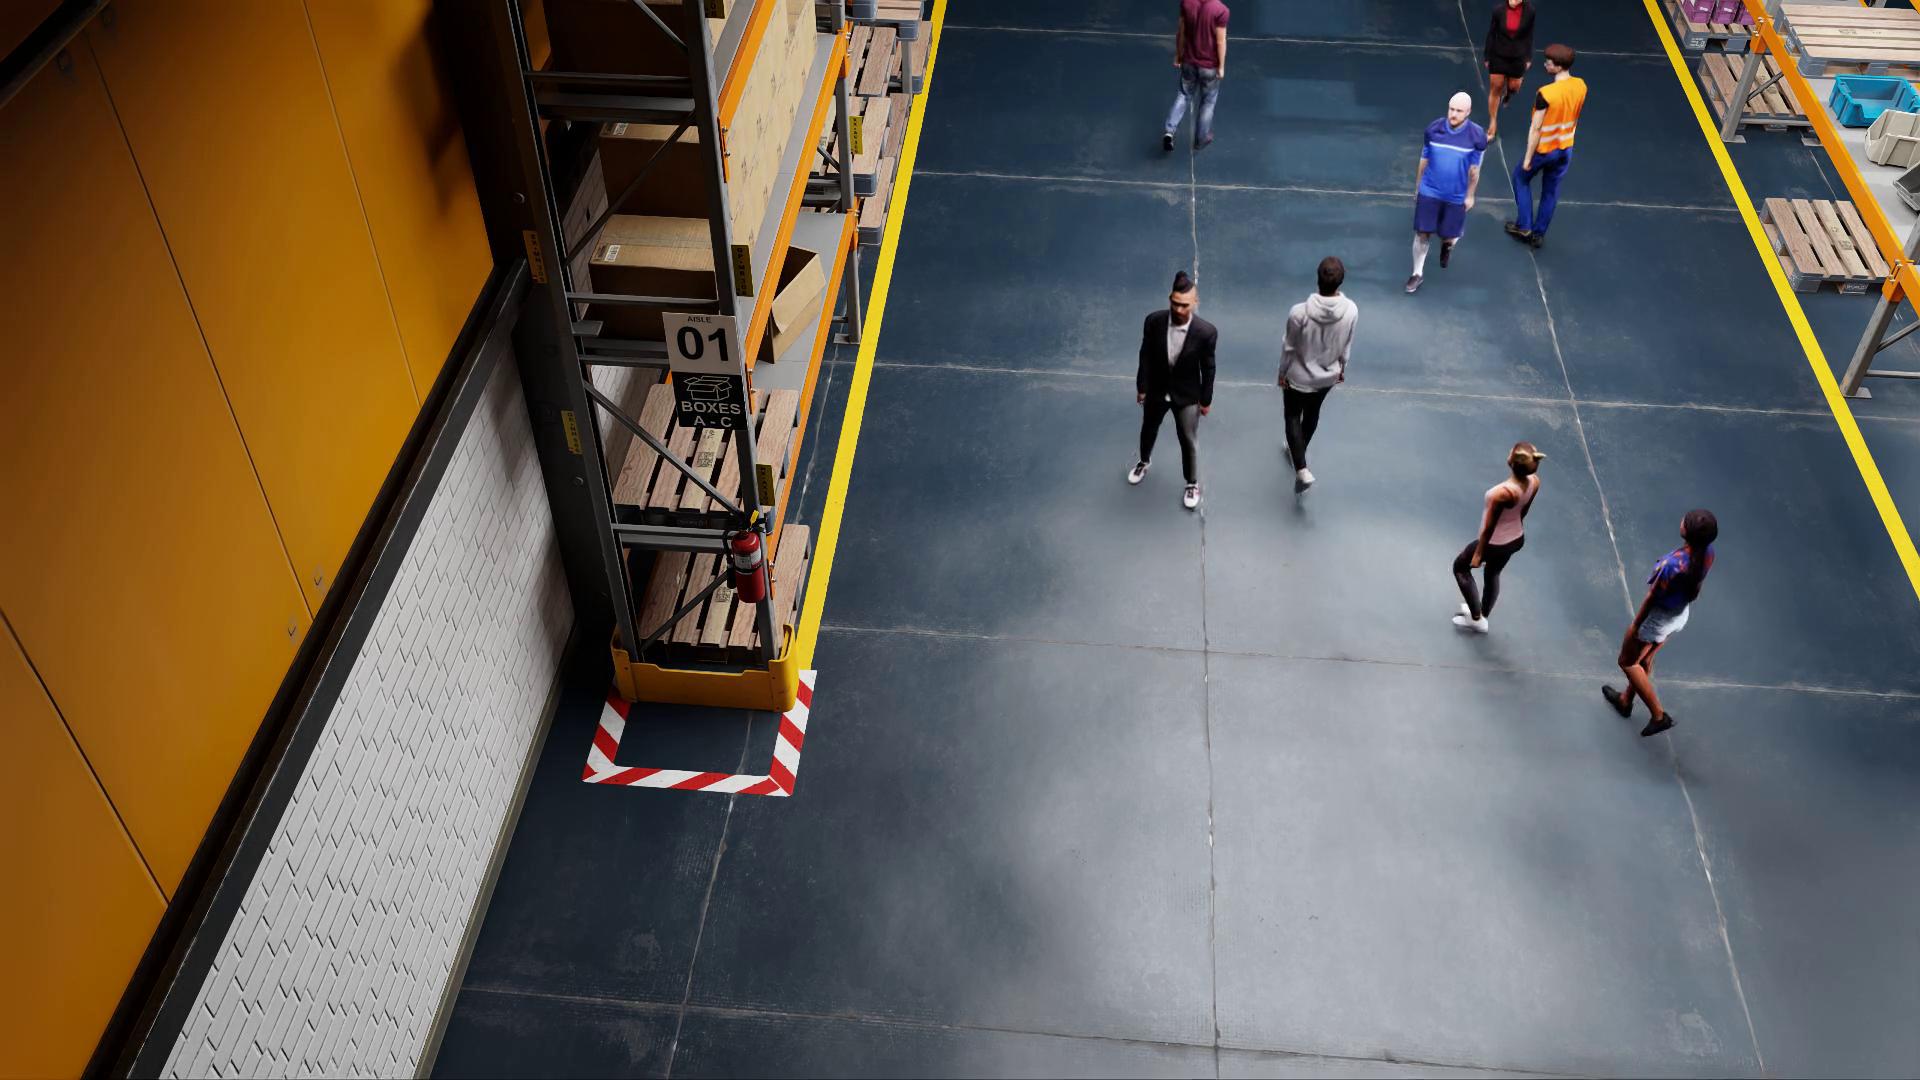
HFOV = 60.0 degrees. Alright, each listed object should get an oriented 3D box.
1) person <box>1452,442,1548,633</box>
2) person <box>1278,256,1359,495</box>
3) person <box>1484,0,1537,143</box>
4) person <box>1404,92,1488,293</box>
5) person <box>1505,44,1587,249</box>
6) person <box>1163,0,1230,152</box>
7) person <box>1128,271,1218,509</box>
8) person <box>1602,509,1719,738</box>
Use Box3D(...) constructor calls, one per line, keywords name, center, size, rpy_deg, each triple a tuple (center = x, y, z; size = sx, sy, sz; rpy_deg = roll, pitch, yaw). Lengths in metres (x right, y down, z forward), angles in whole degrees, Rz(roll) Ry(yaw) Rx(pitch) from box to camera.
Box3D(name="person", center=(3.599, 0.050, 10.968), size=(0.692, 1.634, 0.733), rpy_deg=(-21, 47, -21))
Box3D(name="person", center=(2.577, -1.159, 12.037), size=(0.811, 1.910, 1.104), rpy_deg=(-4, 44, -4))
Box3D(name="person", center=(5.218, -4.596, 15.856), size=(0.726, 1.617, 0.912), rpy_deg=(7, 44, 8))
Box3D(name="person", center=(4.094, -2.949, 13.977), size=(0.857, 1.824, 0.977), rpy_deg=(19, 47, 19))
Box3D(name="person", center=(5.140, -3.340, 14.360), size=(0.839, 1.863, 0.862), rpy_deg=(-10, 45, -10))
Box3D(name="person", center=(2.212, -4.449, 15.543), size=(0.919, 1.837, 1.063), rpy_deg=(25, 49, 24))
Box3D(name="person", center=(1.562, -1.123, 11.971), size=(0.820, 1.948, 0.780), rpy_deg=(16, 46, 16))
Box3D(name="person", center=(4.431, 0.556, 10.367), size=(0.851, 1.729, 0.952), rpy_deg=(-24, 49, -23))
